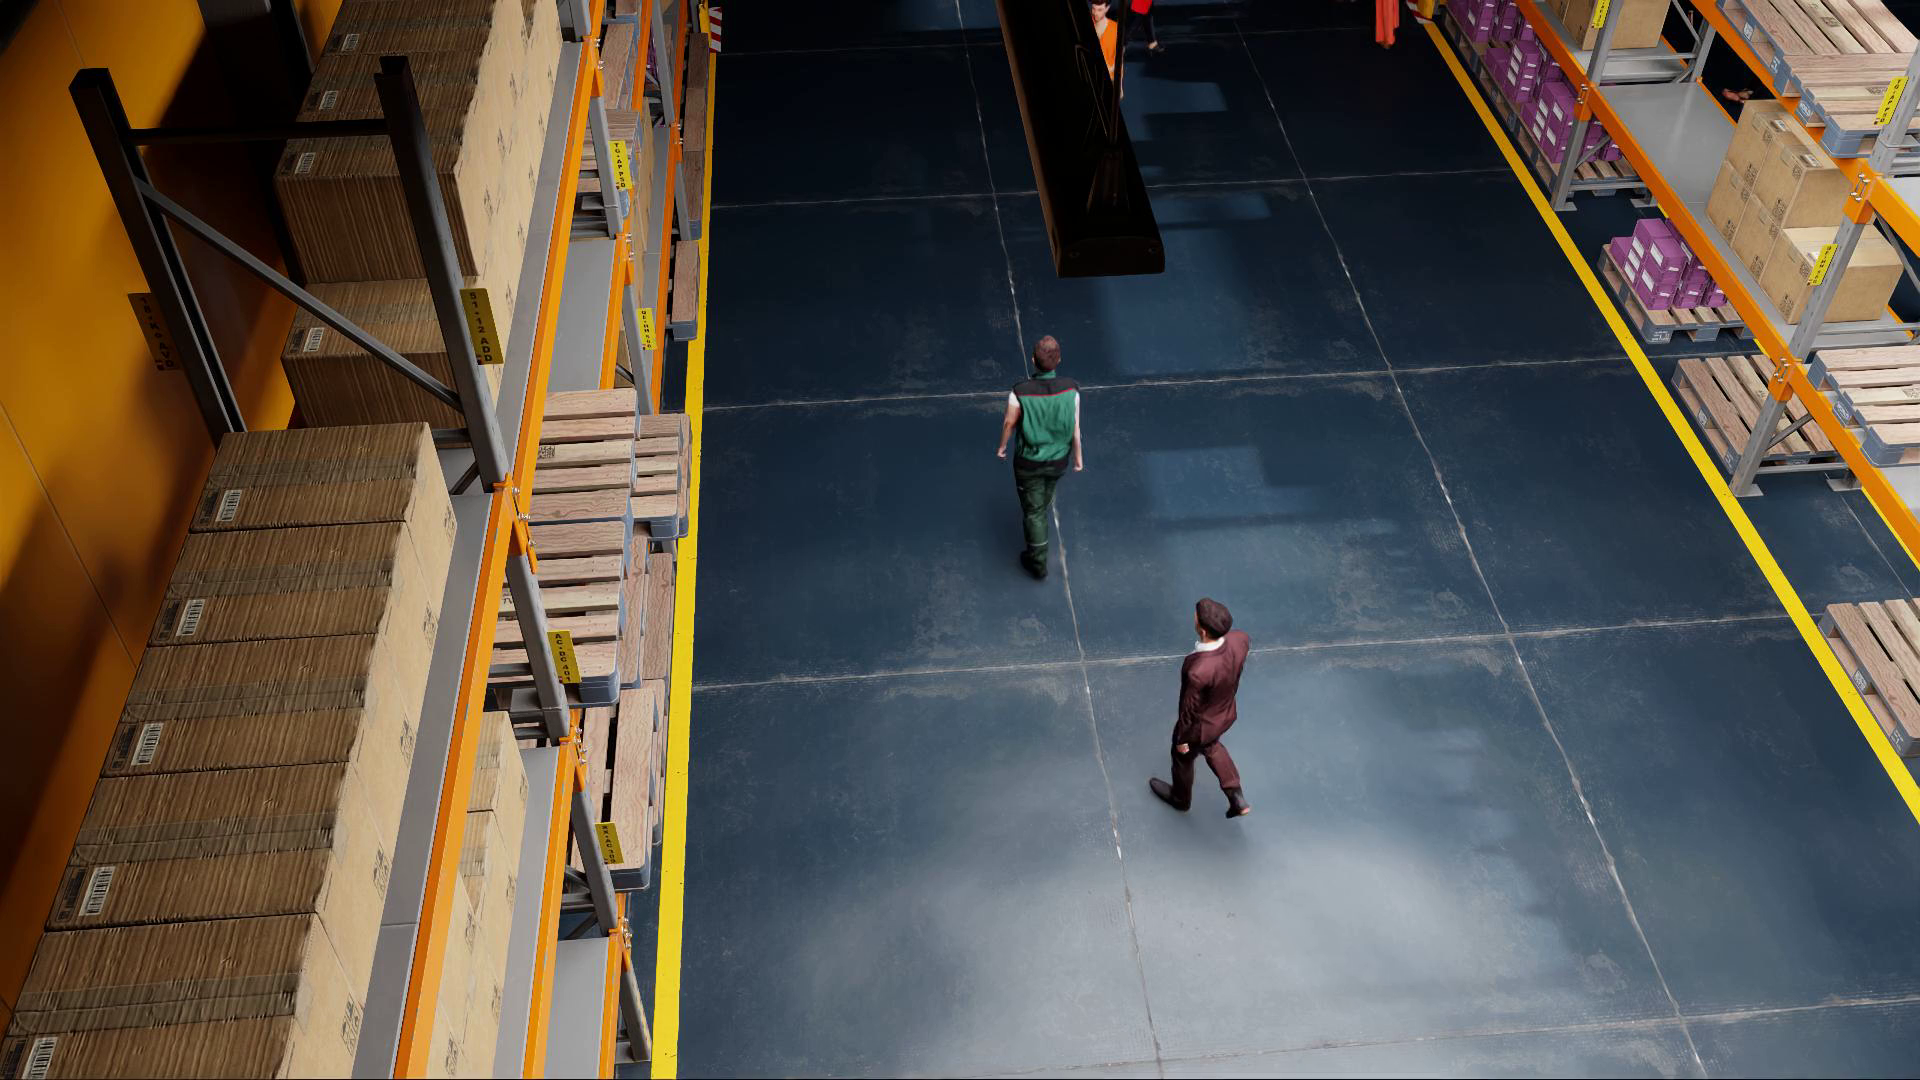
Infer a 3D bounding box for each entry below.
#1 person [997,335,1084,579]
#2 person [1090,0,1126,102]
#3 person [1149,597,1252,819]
[{"bbox_3d":[0.578,-0.535,11.576,0.772,1.790,1.137,-8,44,-8],"label":"person"},{"bbox_3d":[1.289,-4.273,15.471,1.162,1.829,1.359,22,48,21],"label":"person"},{"bbox_3d":[1.515,1.065,9.850,1.002,1.853,1.085,-34,53,-31],"label":"person"}]
